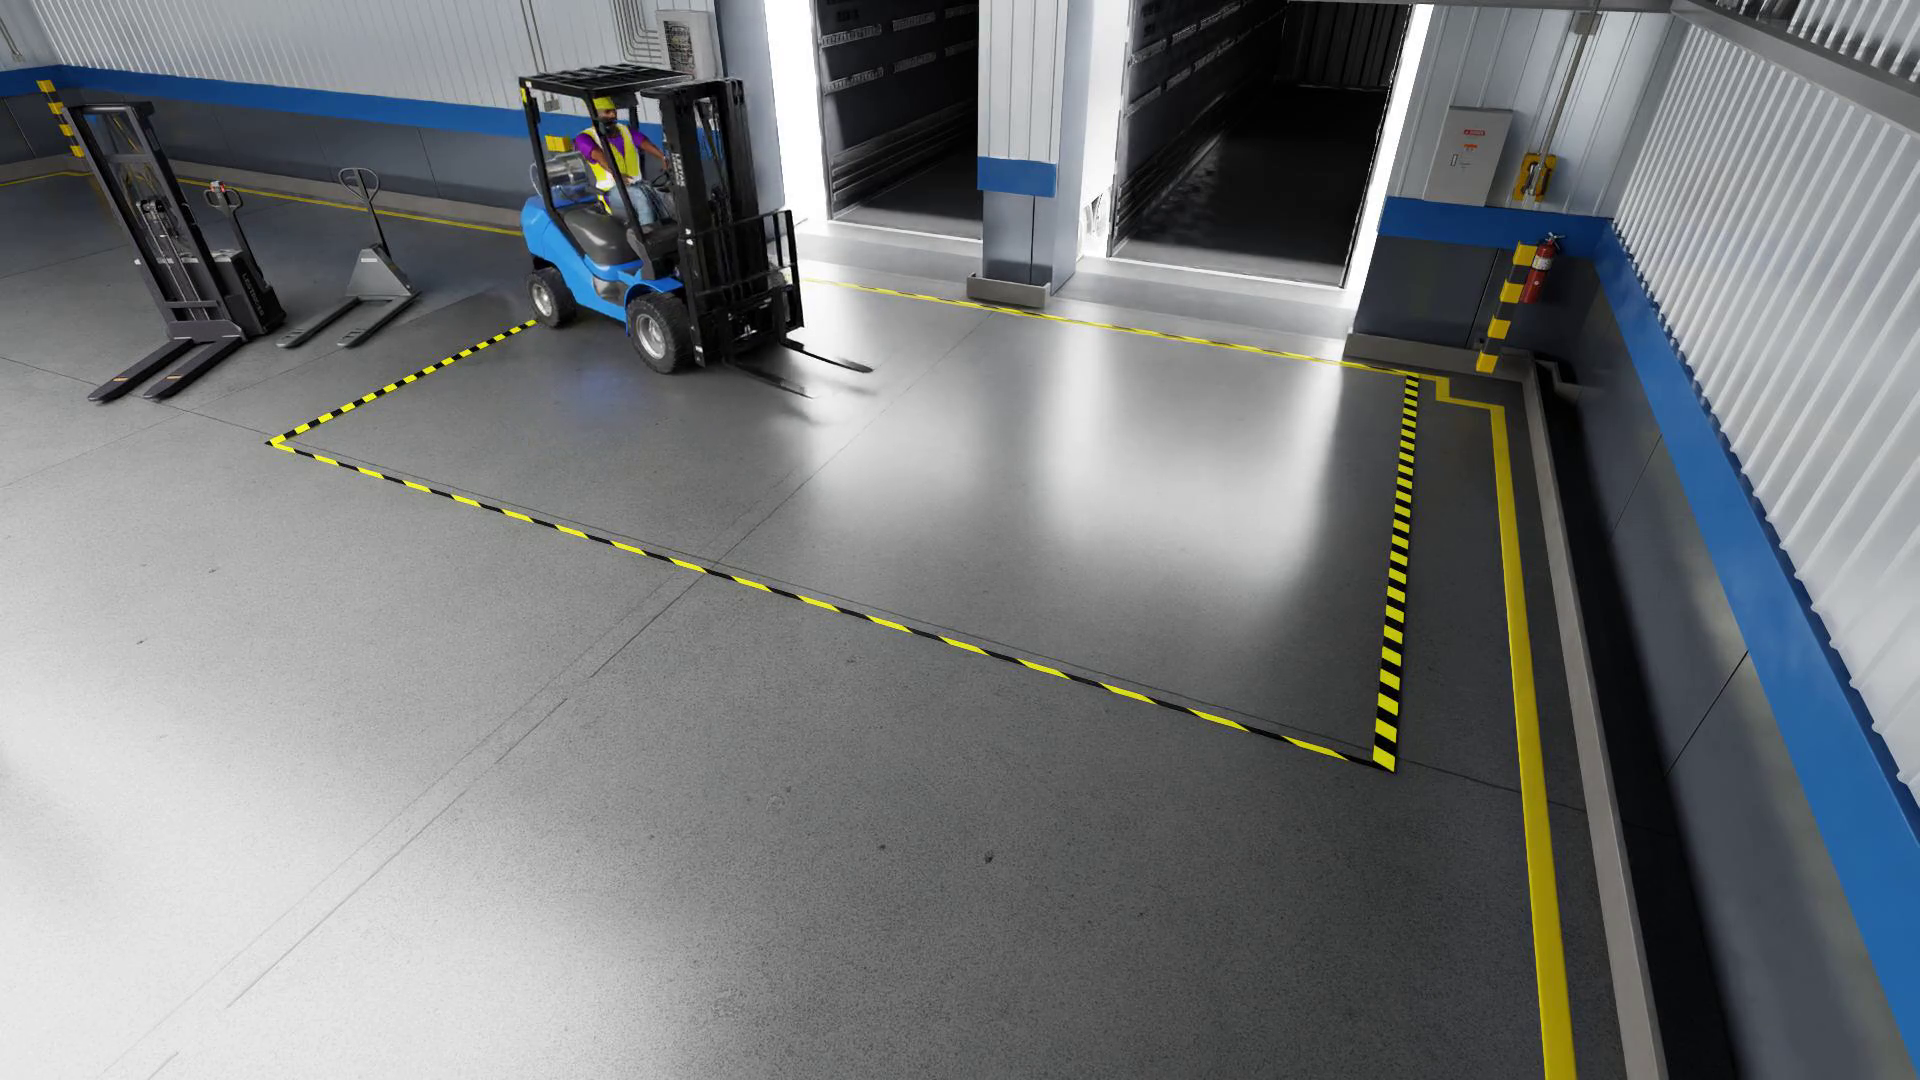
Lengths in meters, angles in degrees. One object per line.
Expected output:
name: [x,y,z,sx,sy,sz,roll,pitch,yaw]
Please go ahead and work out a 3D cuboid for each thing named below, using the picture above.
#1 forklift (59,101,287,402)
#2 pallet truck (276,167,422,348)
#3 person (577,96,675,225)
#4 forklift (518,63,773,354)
forklift: [-6.686,-2.387,7.434,0.823,1.965,1.885,-3,35,-5]
pallet truck: [-5.732,-2.611,8.414,0.680,1.201,1.601,-1,35,-1]
person: [-2.724,-3.061,7.762,1.004,1.294,0.635,25,42,31]
forklift: [-2.765,-2.933,7.904,2.680,2.036,1.157,25,42,31]
